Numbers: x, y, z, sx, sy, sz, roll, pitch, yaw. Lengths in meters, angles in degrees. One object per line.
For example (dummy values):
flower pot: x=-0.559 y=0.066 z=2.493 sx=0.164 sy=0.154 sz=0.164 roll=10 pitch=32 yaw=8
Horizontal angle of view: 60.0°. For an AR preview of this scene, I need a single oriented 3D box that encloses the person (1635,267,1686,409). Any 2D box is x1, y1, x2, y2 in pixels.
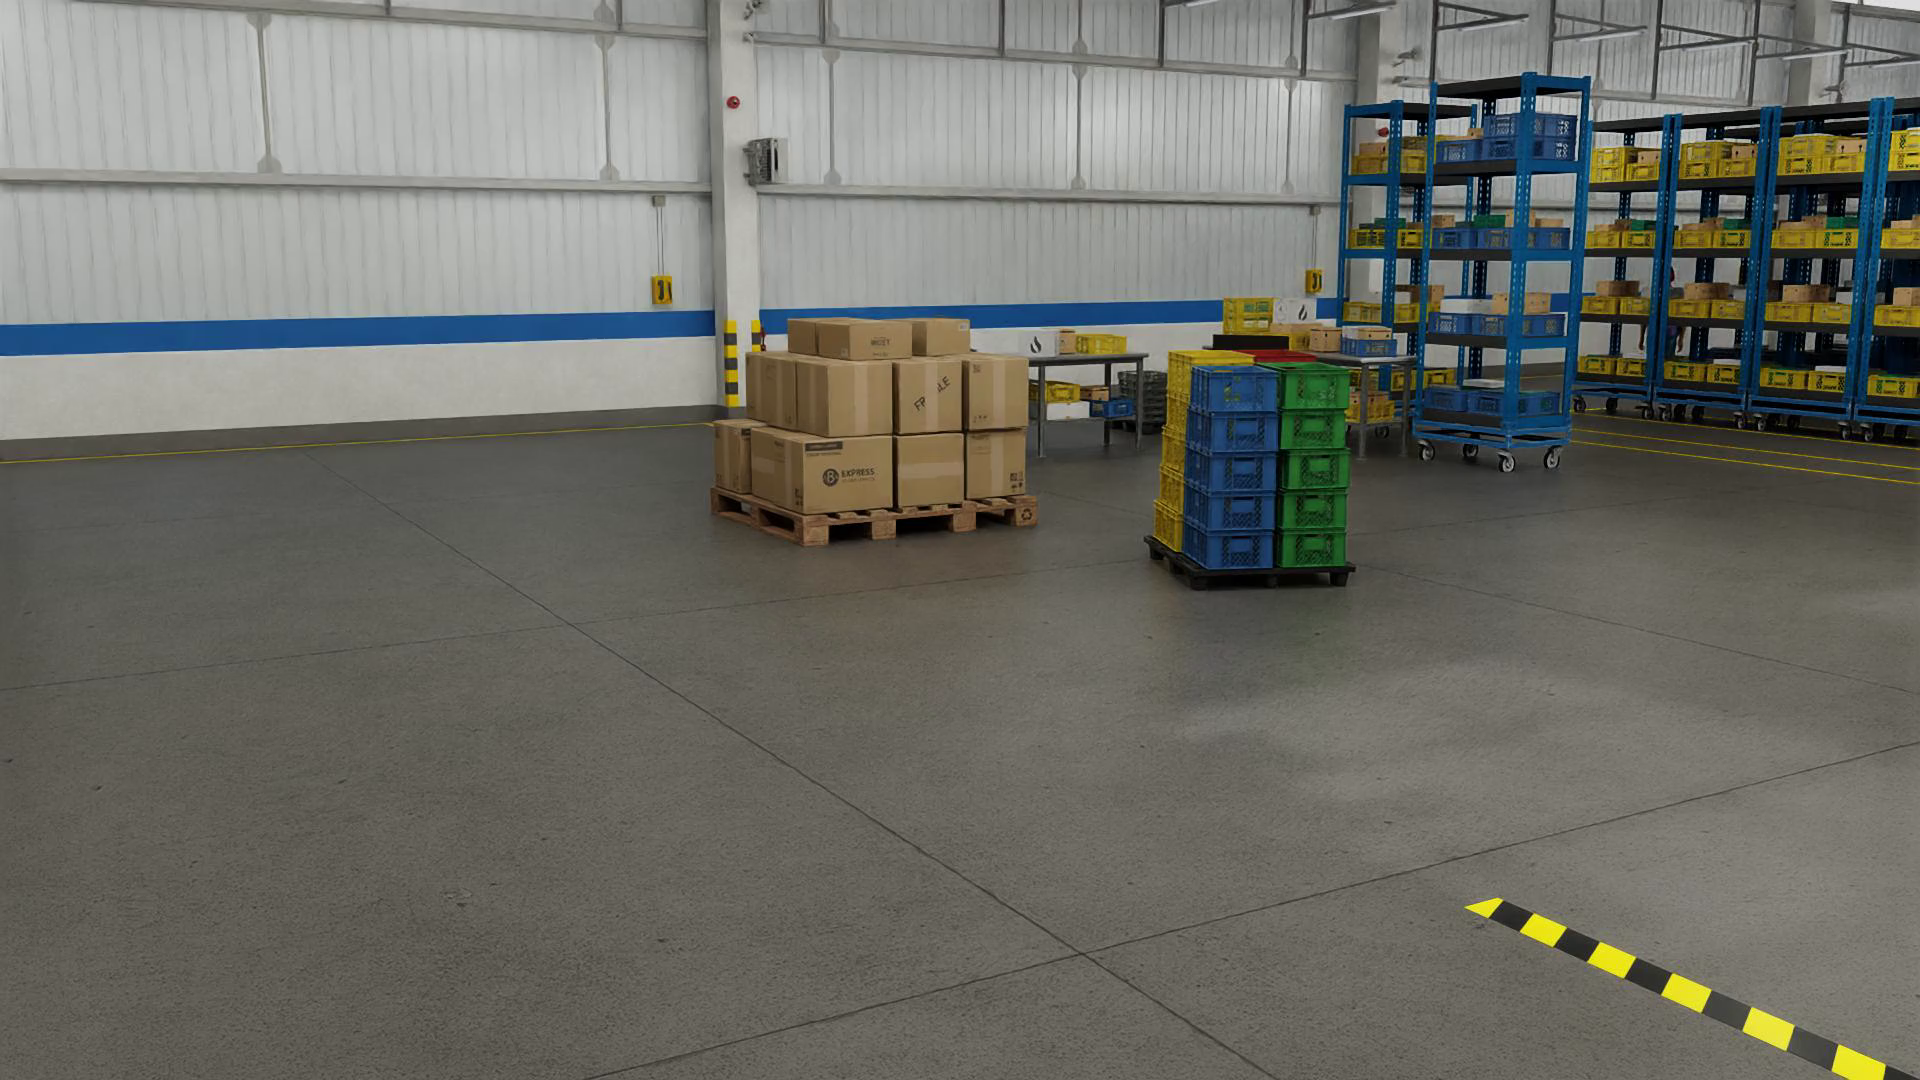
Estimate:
person: x=8.954 y=-2.576 z=21.190 sx=0.373 sy=1.843 sz=0.571 roll=-10 pitch=14 yaw=-43
